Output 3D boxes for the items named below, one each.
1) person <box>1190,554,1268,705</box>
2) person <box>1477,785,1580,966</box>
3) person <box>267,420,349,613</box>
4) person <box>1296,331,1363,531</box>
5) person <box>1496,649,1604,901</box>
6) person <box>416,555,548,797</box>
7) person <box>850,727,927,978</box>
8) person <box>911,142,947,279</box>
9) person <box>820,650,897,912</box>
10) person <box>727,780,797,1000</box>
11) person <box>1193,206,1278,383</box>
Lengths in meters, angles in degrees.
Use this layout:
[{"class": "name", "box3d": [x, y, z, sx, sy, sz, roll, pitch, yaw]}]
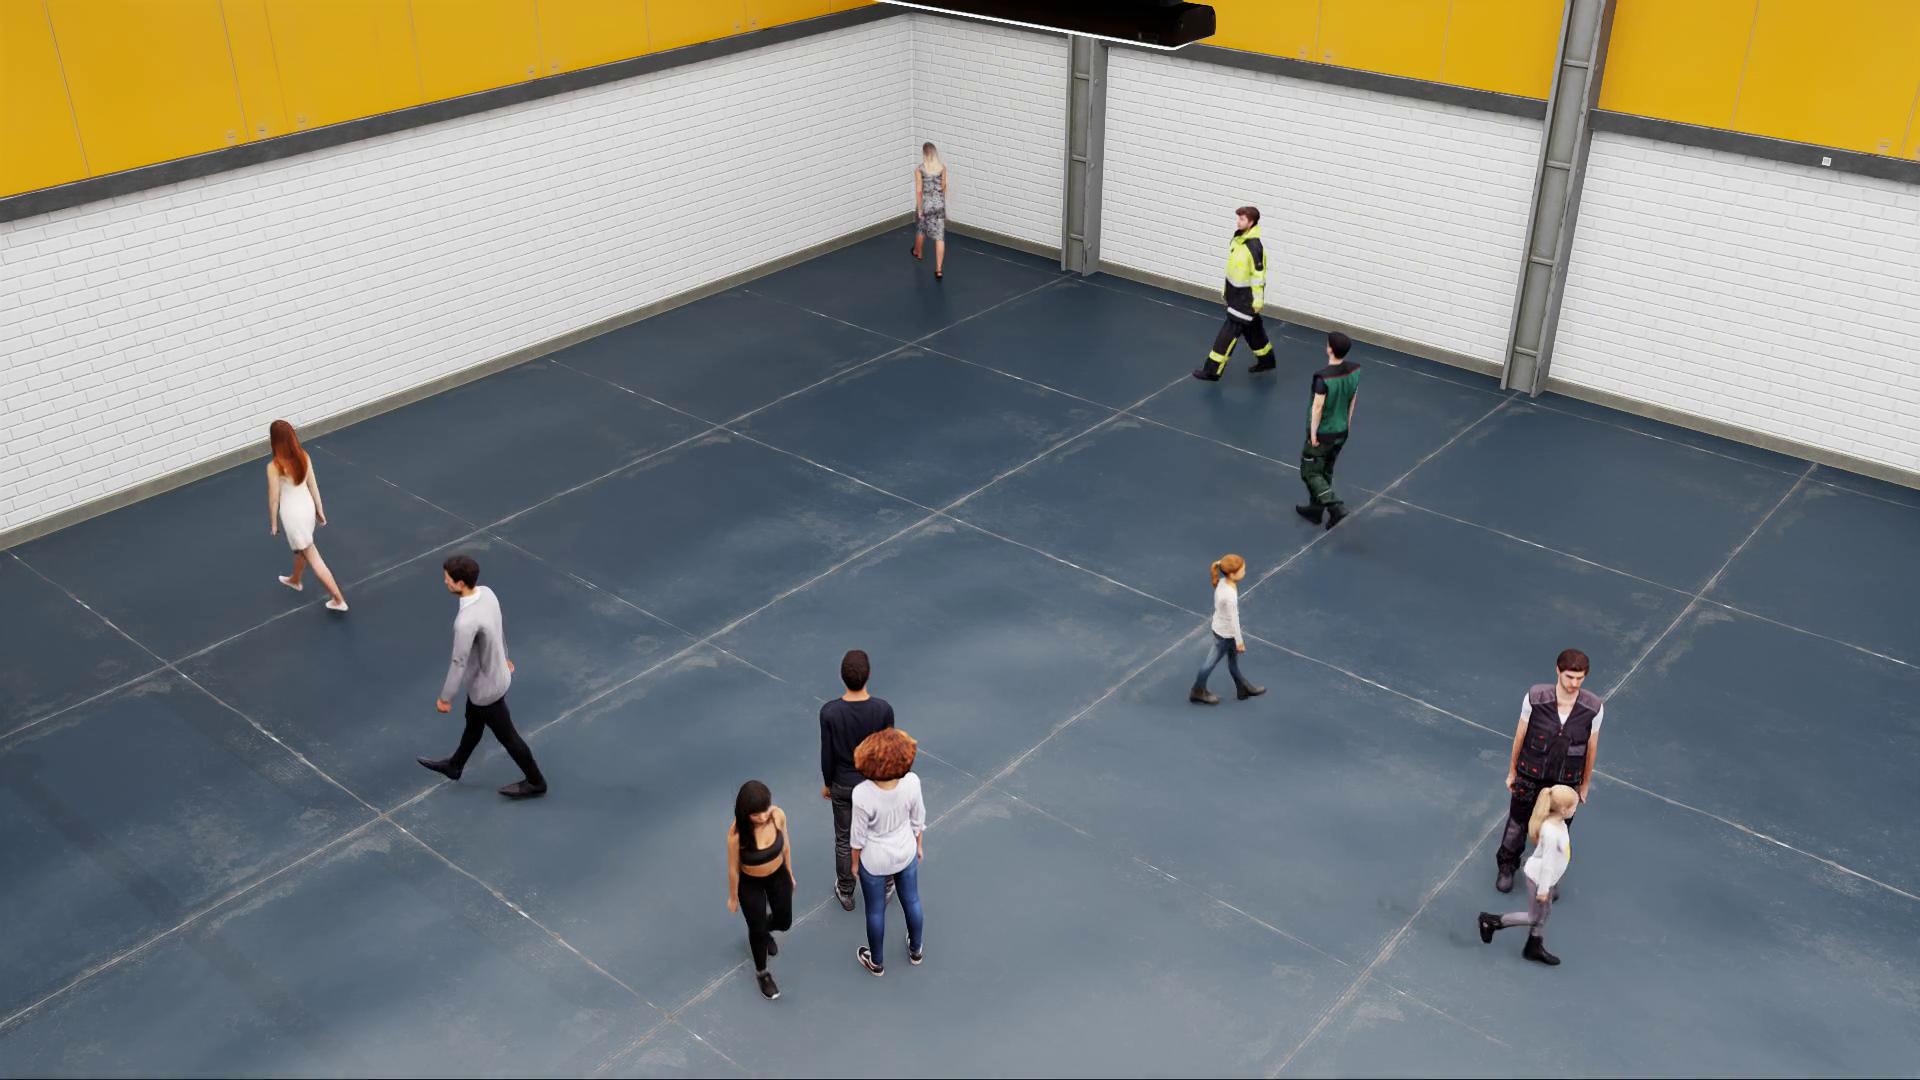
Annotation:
[{"class": "person", "box3d": [1.914, 0.692, 12.508, 0.878, 1.298, 0.772, 1, 29, 2]}, {"class": "person", "box3d": [3.467, 2.031, 10.098, 0.794, 1.257, 0.598, 15, 32, 25]}, {"class": "person", "box3d": [-5.383, -0.153, 13.676, 1.177, 1.664, 0.676, 17, 33, 29]}, {"class": "person", "box3d": [3.345, -0.945, 14.898, 0.845, 1.885, 1.038, -17, 33, -28]}, {"class": "person", "box3d": [3.721, 1.475, 10.509, 0.676, 1.840, 0.800, 8, 30, 14]}, {"class": "person", "box3d": [-3.139, 0.981, 11.371, 1.284, 1.881, 1.223, -2, 29, -4]}, {"class": "person", "box3d": [-0.427, 1.859, 9.936, 0.746, 1.713, 0.768, -10, 30, -18]}, {"class": "person", "box3d": [-0.326, -4.111, 20.942, 1.014, 1.654, 1.175, -7, 29, -12]}, {"class": "person", "box3d": [-0.625, 1.514, 10.405, 0.712, 1.870, 0.762, -4, 29, -7]}, {"class": "person", "box3d": [-1.197, 1.981, 9.813, 0.721, 1.617, 0.879, -18, 33, -29]}, {"class": "person", "box3d": [3.147, -2.634, 17.944, 1.302, 1.933, 1.323, -7, 29, -12]}]
